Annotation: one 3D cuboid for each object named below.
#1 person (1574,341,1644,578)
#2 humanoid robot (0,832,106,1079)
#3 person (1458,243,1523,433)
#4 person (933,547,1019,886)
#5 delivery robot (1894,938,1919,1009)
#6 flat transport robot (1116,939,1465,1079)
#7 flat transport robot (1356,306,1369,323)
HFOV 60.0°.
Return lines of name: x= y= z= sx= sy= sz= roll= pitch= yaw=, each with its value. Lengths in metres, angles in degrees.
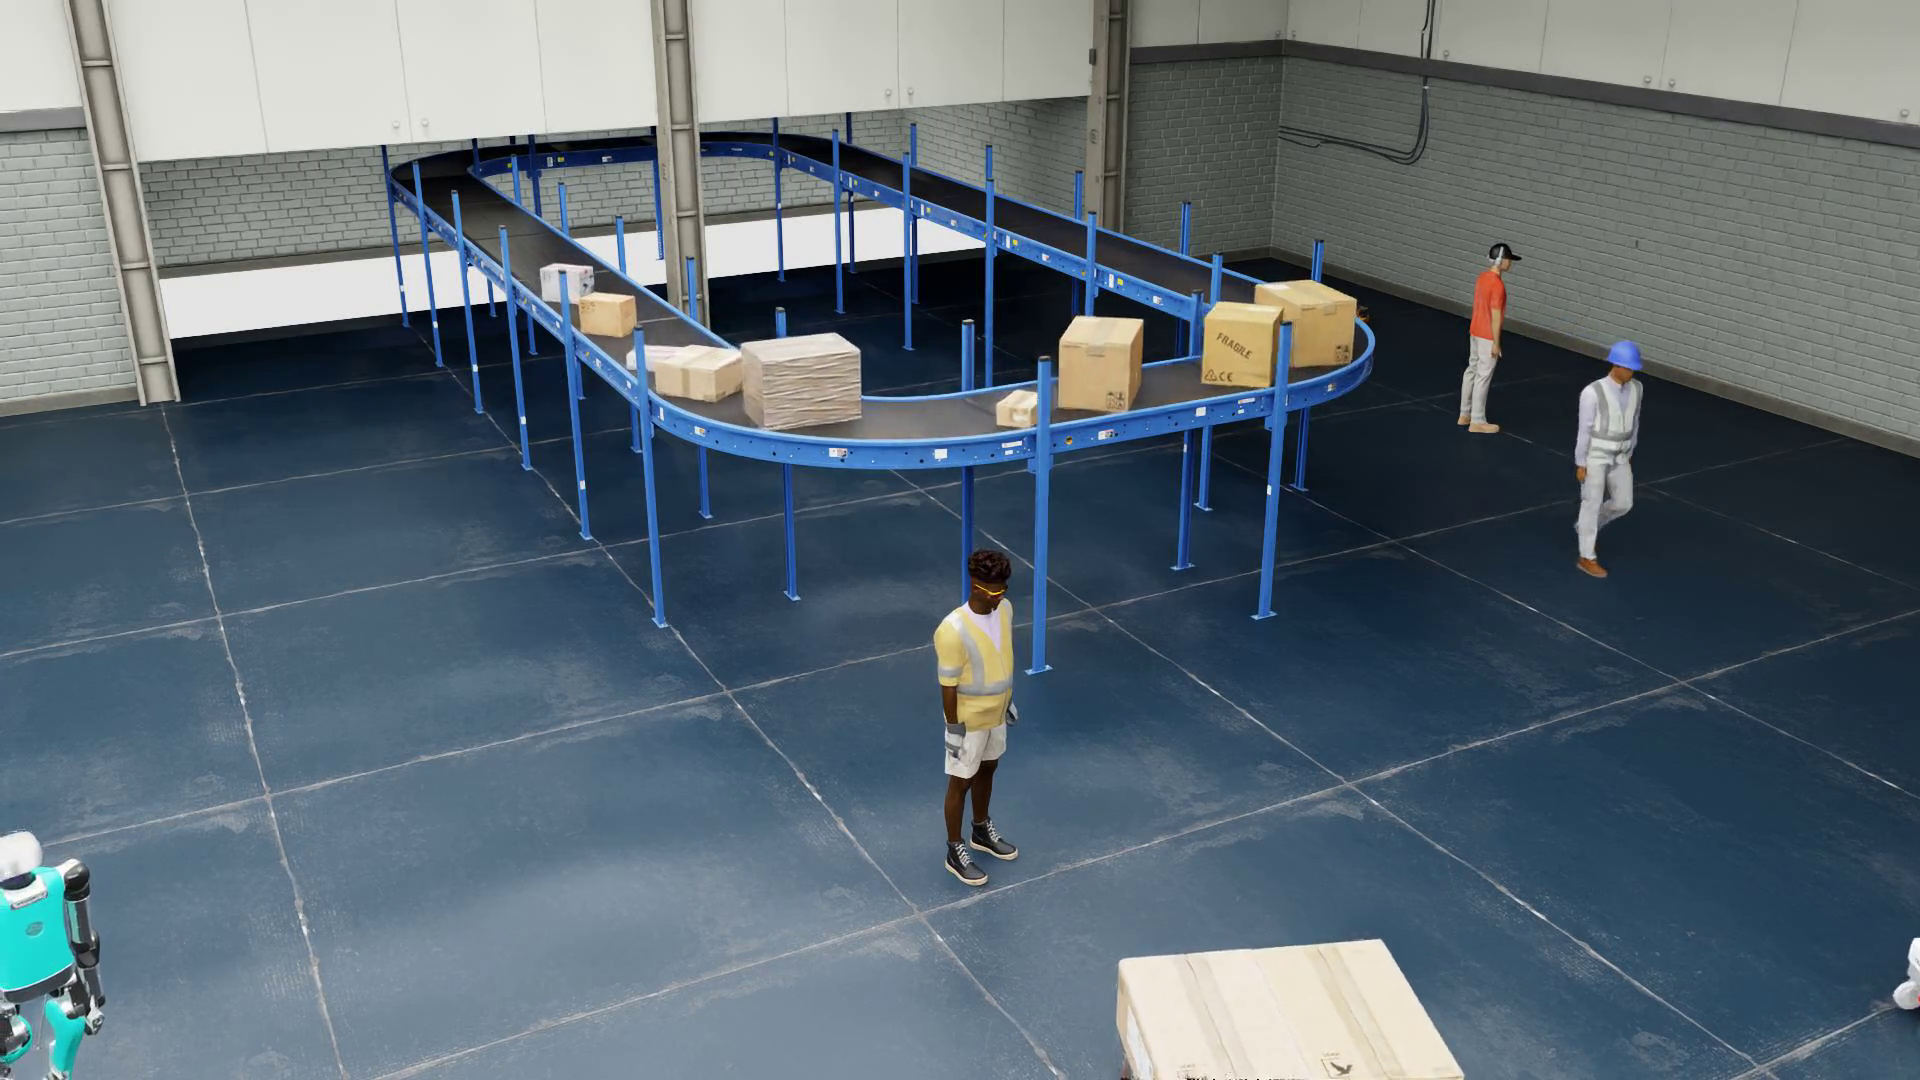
person: x=5.155 y=-0.673 z=13.320 sx=0.623 sy=1.931 sz=0.491 roll=-8 pitch=23 yaw=-19
humanoid robot: x=-3.966 y=2.014 z=7.068 sx=0.740 sy=1.868 sz=0.538 roll=17 pitch=28 yaw=36
person: x=5.330 y=-2.037 z=16.724 sx=0.403 sy=1.909 sz=0.480 roll=-3 pitch=22 yaw=-7
person: x=0.113 y=0.958 z=9.257 sx=0.370 sy=1.958 sz=0.603 roll=16 pitch=27 yaw=34
delivery robot: x=5.041 y=2.160 z=8.143 sx=0.765 sy=0.586 sz=0.499 roll=0 pitch=22 yaw=0
flat transport robot: x=1.377 y=2.634 z=7.365 sx=0.659 sy=0.231 sz=1.431 roll=-3 pitch=22 yaw=-7
flat transport robot: x=4.348 y=-2.837 z=20.888 sx=1.431 sy=0.231 sz=0.659 roll=11 pitch=25 yaw=26
